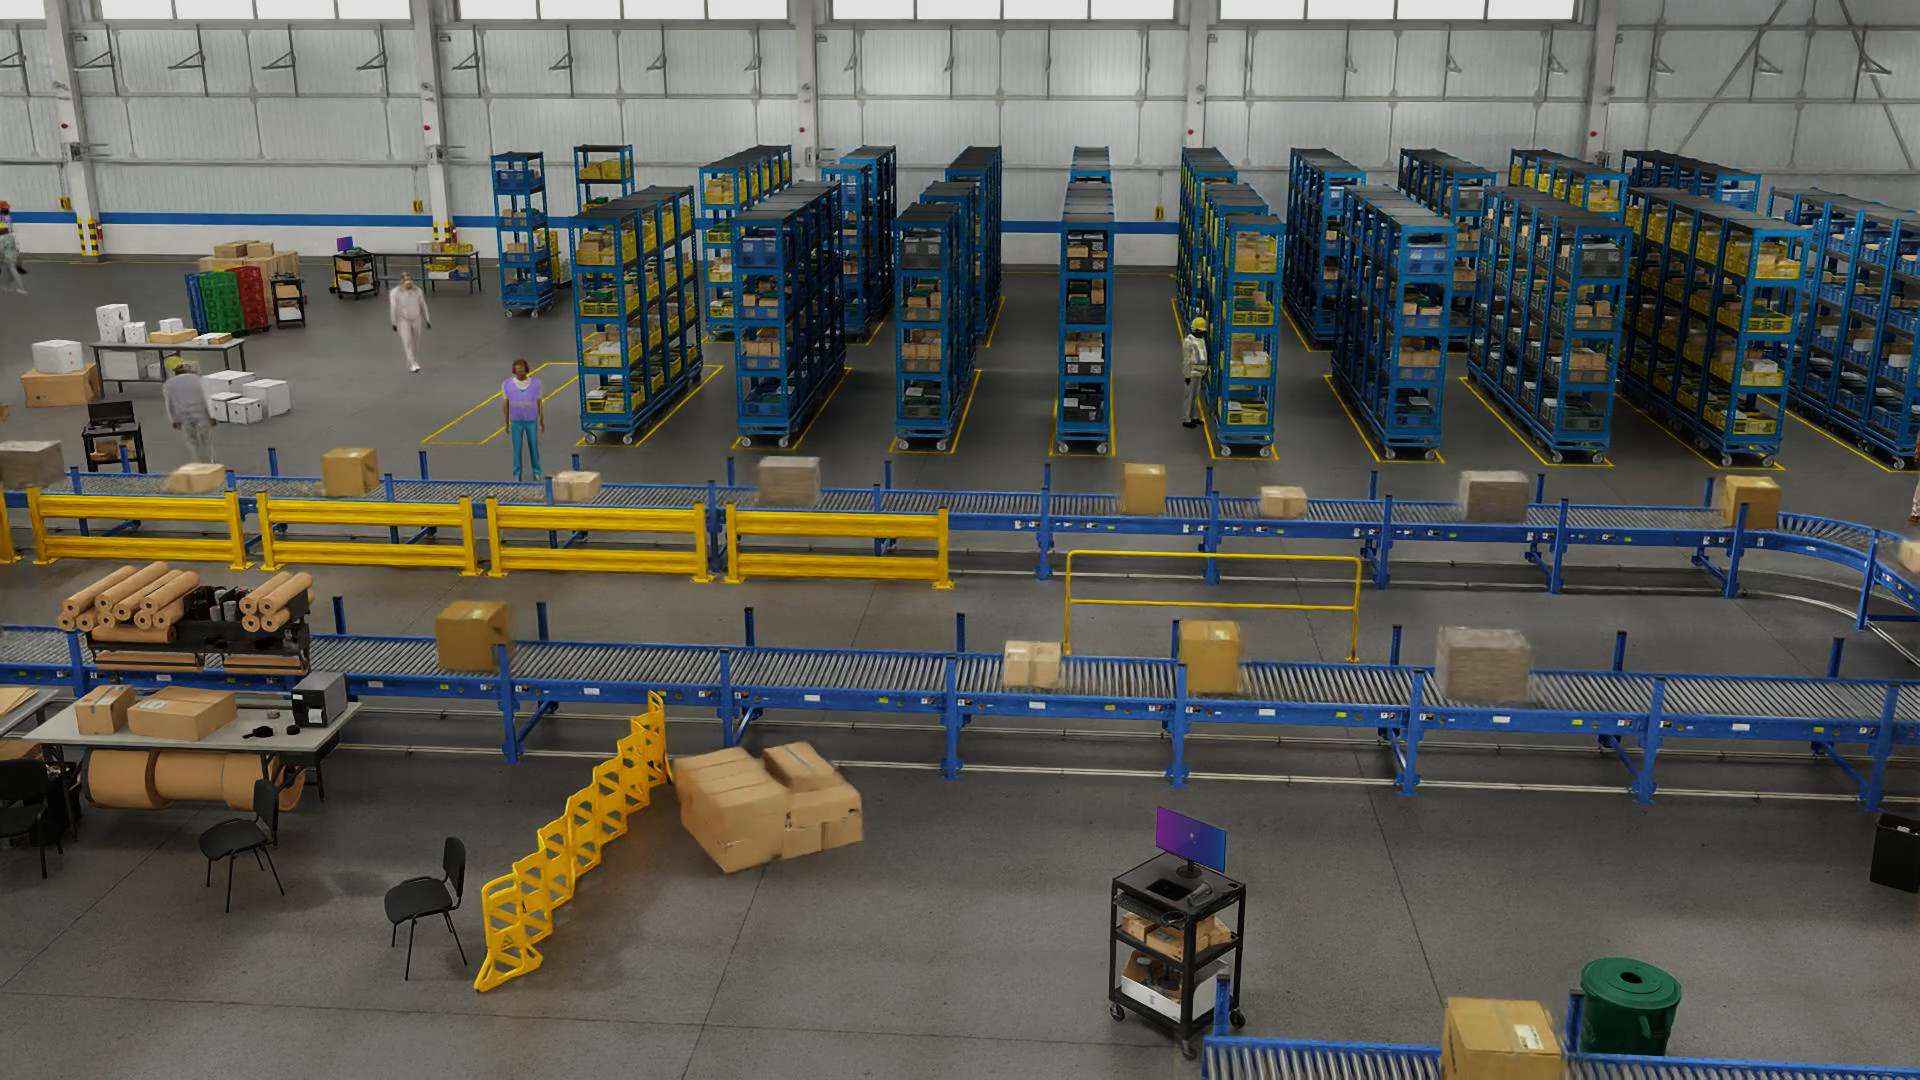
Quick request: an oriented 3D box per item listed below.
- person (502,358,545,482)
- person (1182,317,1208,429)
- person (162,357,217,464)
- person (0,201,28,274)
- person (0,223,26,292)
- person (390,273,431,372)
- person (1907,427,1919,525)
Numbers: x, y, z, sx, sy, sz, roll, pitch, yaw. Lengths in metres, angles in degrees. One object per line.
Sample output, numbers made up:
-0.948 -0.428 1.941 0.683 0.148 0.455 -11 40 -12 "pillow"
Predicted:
-6.280 -1.716 23.981 0.563 1.847 0.389 -5 18 -16 "person"
3.856 -2.754 27.308 0.404 1.828 0.587 11 20 31 "person"
-11.270 -1.805 24.366 0.646 1.783 0.485 -7 19 -20 "person"
-25.025 -7.917 43.568 0.858 1.910 0.549 4 18 12 "person"
-23.333 -6.894 40.635 0.850 1.696 0.499 1 18 4 "person"
-10.384 -4.122 31.569 0.666 1.865 0.939 -14 22 -37 "person"
12.929 -1.144 21.923 0.612 1.997 0.375 10 20 30 "person"
